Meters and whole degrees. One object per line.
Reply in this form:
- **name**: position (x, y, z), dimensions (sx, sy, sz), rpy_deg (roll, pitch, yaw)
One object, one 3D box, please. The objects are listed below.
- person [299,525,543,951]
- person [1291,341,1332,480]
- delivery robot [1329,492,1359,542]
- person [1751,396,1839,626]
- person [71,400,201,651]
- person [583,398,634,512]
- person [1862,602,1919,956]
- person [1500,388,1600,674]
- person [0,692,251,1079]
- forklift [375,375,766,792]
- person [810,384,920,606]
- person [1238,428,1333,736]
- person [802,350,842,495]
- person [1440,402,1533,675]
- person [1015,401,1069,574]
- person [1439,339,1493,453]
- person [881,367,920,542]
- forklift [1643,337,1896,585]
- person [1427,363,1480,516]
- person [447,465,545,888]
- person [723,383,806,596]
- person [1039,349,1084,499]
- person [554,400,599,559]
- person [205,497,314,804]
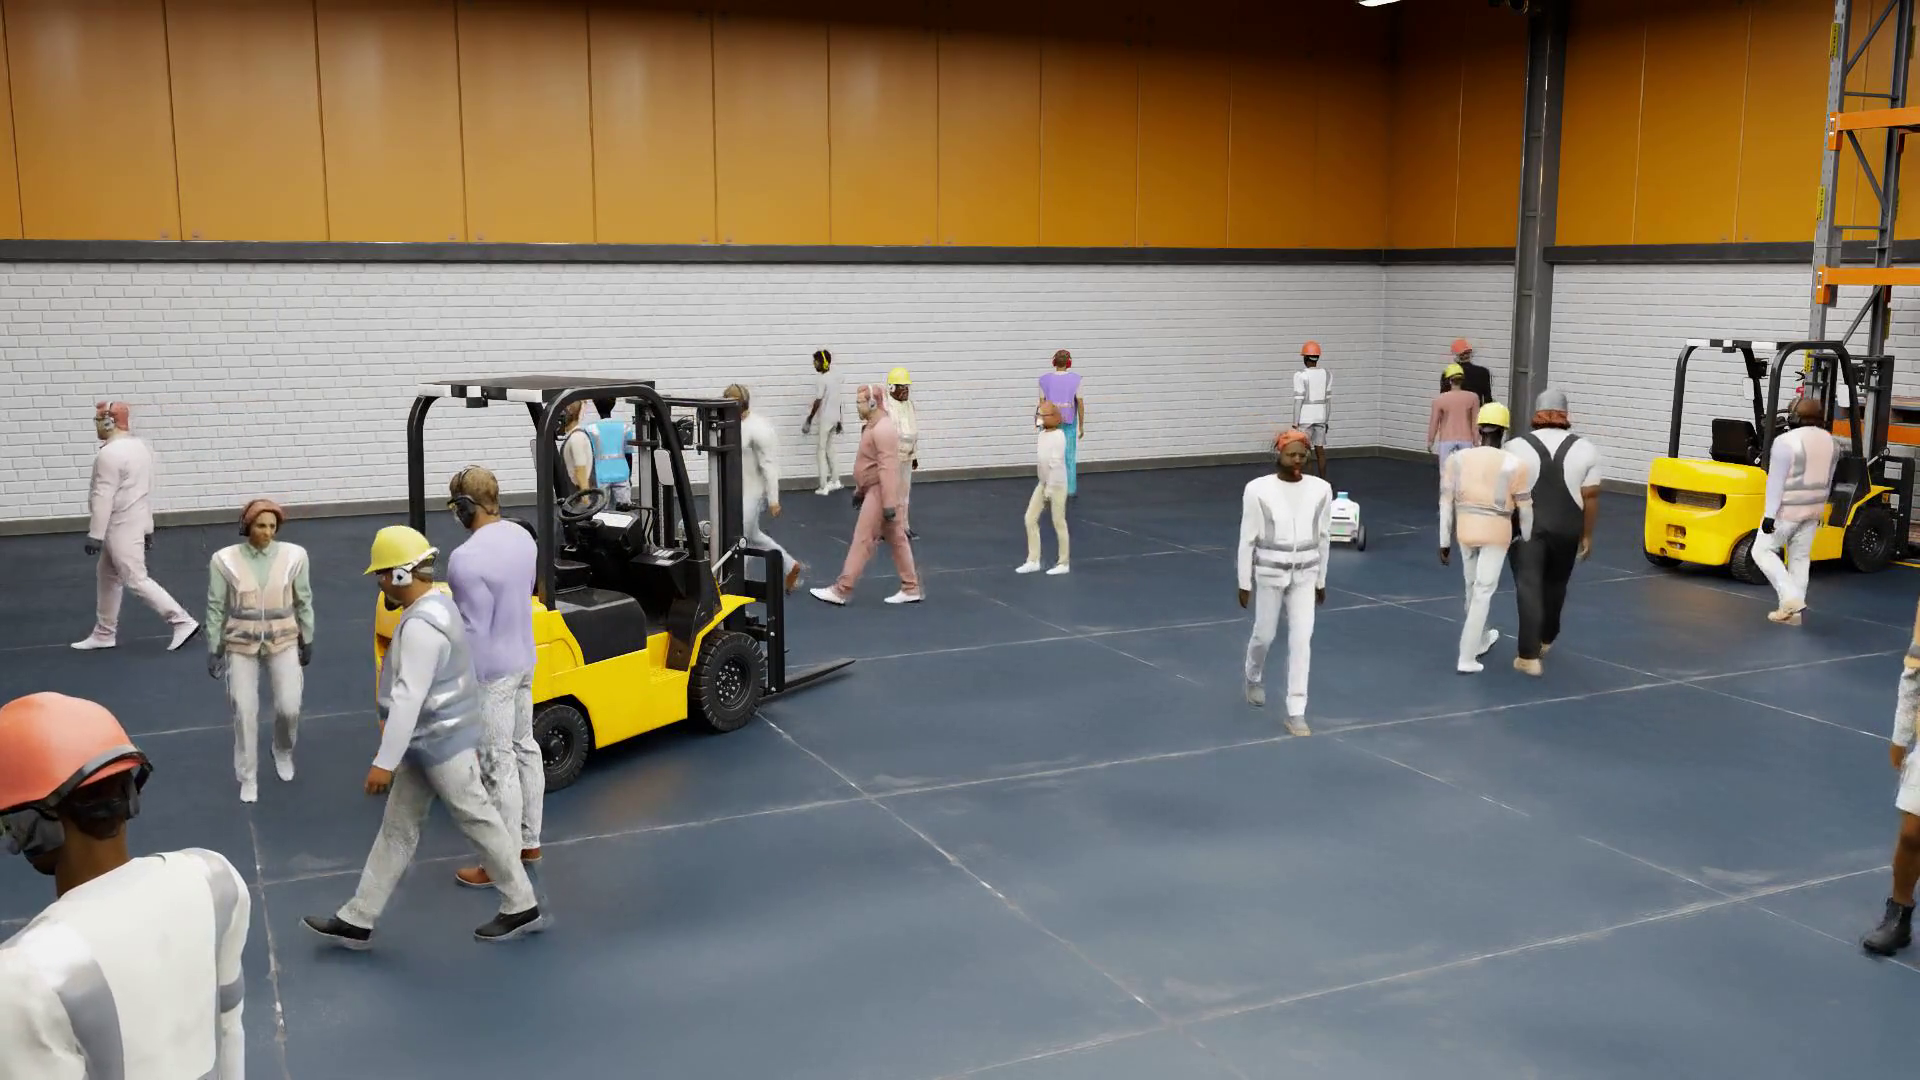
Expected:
- **person**: position (-2.210, 0.824, 6.837), dimensions (0.973, 1.761, 0.603), rpy_deg (-4, 10, -21)
- **person**: position (4.353, -1.501, 20.712), dimensions (0.547, 1.938, 0.379), rpy_deg (-4, 10, -23)
- **delivery robot**: position (3.879, -0.242, 16.894), dimensions (0.477, 0.478, 0.707), rpy_deg (2, 10, 14)
- **person**: position (6.564, -0.217, 13.092), dimensions (0.649, 1.828, 0.452), rpy_deg (-4, 10, -21)
- **person**: position (-6.104, -0.096, 12.218), dimensions (0.910, 1.872, 0.642), rpy_deg (-2, 9, -12)
- **person**: position (-3.318, -0.572, 15.688), dimensions (0.540, 1.697, 0.317), rpy_deg (-7, 12, -39)
- **person**: position (3.982, 0.805, 6.539), dimensions (0.449, 1.899, 0.593), rpy_deg (-8, 12, -42)
- **person**: position (4.120, -0.116, 11.805), dimensions (0.704, 2.000, 1.028), rpy_deg (2, 9, 12)
- **person**: position (-1.605, 1.281, 3.162), dimensions (0.396, 2.033, 0.605), rpy_deg (2, 9, 14)
- **forklift**: position (-2.268, 0.149, 9.685), dimensions (1.214, 2.155, 2.313), rpy_deg (6, 11, 32)
- **person**: position (-0.780, -0.365, 13.912), dimensions (0.973, 1.857, 0.661), rpy_deg (0, 9, 0)
- **person**: position (1.989, 0.219, 10.321), dimensions (0.587, 1.861, 0.878), rpy_deg (-1, 9, -5)
- **person**: position (-1.679, -1.477, 20.929), dimensions (0.408, 1.831, 0.652), rpy_deg (4, 10, 26)
- **person**: position (3.740, -0.025, 11.734), dimensions (0.600, 1.880, 0.926), rpy_deg (8, 12, 42)
- **person**: position (0.761, -0.466, 15.292), dimensions (0.622, 1.610, 0.503), rpy_deg (-5, 10, -27)
- **person**: position (6.313, -1.496, 20.691), dimensions (0.719, 1.949, 0.510), rpy_deg (2, 9, 11)
- **person**: position (-0.639, -0.876, 17.203), dimensions (0.403, 1.825, 0.591), rpy_deg (6, 11, 32)
- **forklift**: position (7.551, -0.789, 15.507), dimensions (2.313, 2.155, 1.214), rpy_deg (-4, 10, -25)
- **person**: position (5.626, -1.124, 18.933), dimensions (0.553, 1.762, 0.339), rpy_deg (1, 9, 4)
- **person**: position (-2.126, 0.620, 7.577), dimensions (0.375, 1.933, 0.627), rpy_deg (2, 9, 11)
- **person**: position (-1.705, -0.387, 13.937), dimensions (0.895, 1.896, 0.653), rpy_deg (-7, 12, -37)
- **person**: position (1.247, -1.419, 20.492), dimensions (0.567, 1.845, 0.386), rpy_deg (2, 9, 9)
- **person**: position (-3.260, -0.292, 13.619), dimensions (0.924, 1.801, 0.542), rpy_deg (-2, 9, -11)
- **person**: position (-3.702, 0.575, 8.803), dimensions (0.544, 1.624, 0.382), rpy_deg (-4, 10, -26)
